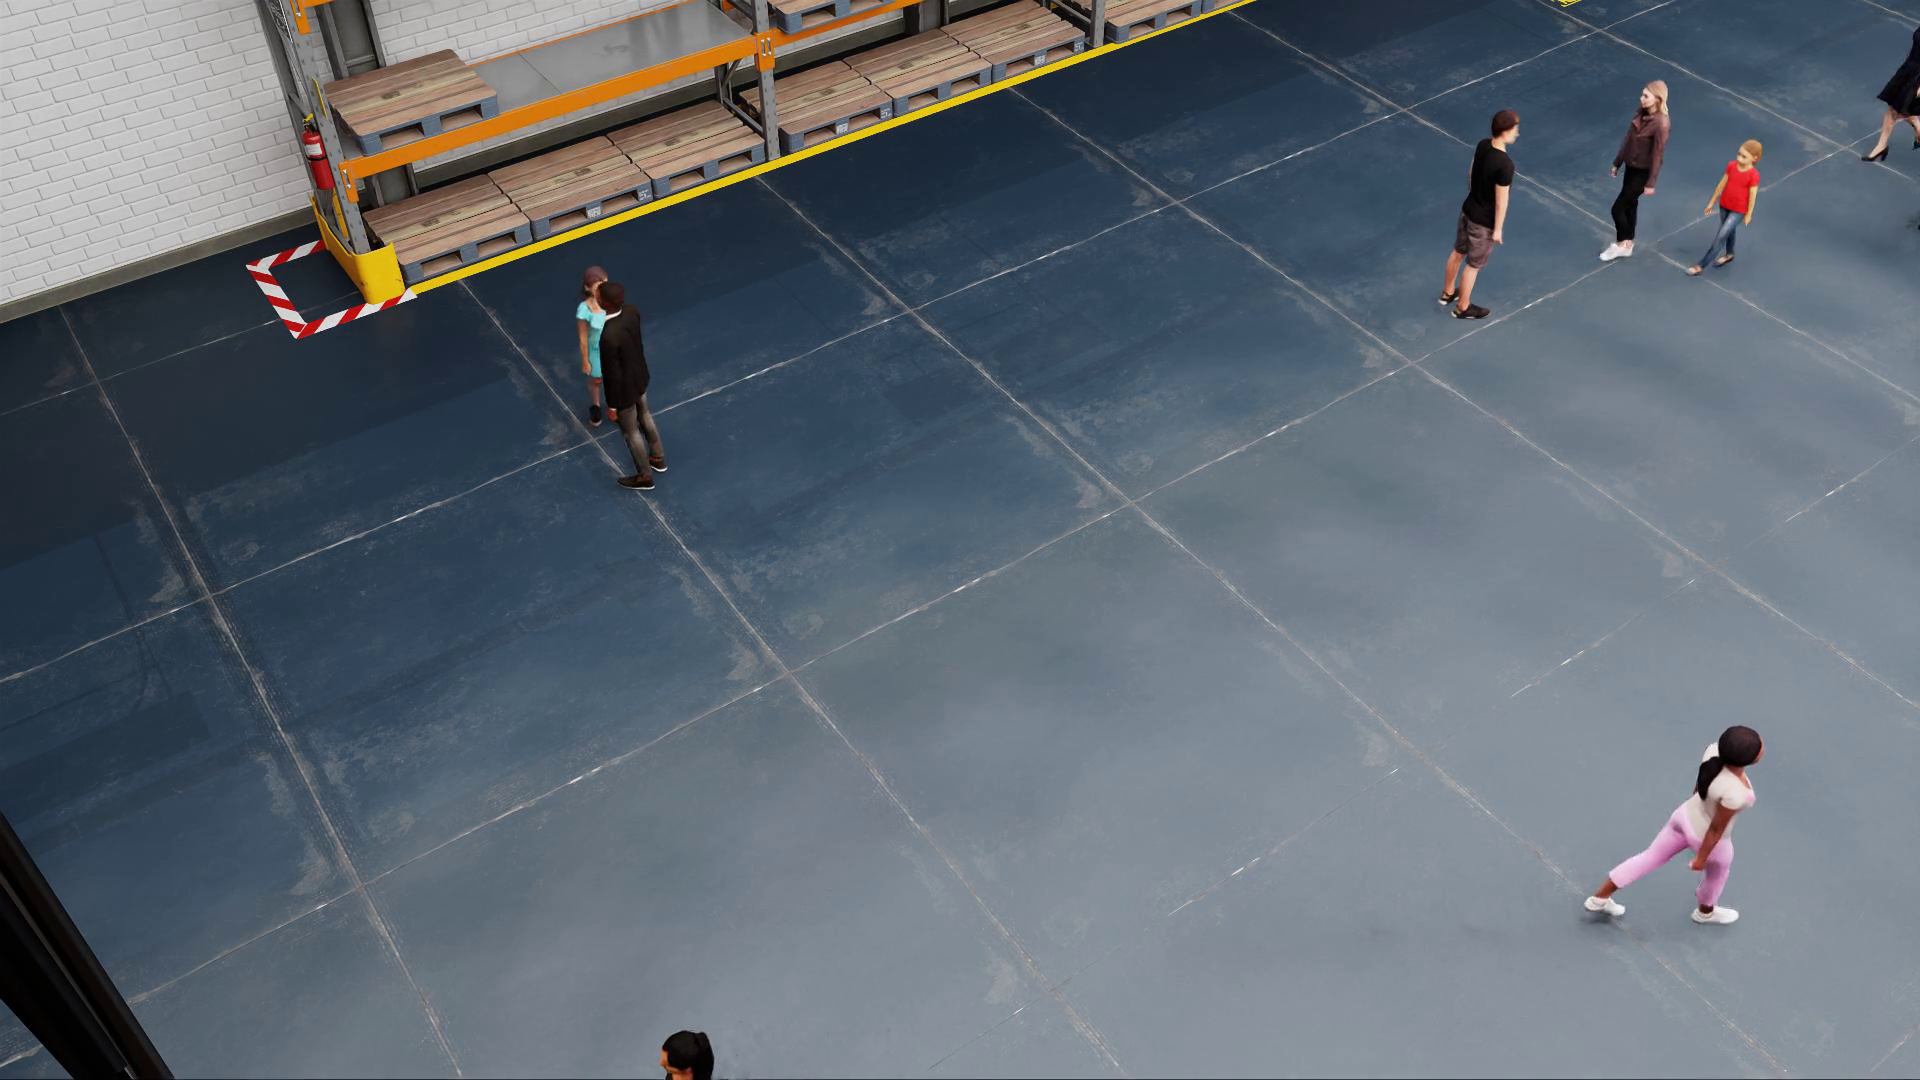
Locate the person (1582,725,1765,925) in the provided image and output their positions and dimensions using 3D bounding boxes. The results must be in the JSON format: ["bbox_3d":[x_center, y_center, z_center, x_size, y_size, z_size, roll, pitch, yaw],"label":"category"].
[{"bbox_3d":[4.037,1.632,9.298,1.210,1.697,1.009,-1,44,-1],"label":"person"}]

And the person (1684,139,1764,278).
[{"bbox_3d":[6.712,-2.876,14.333,0.898,1.279,0.562,-19,47,-19],"label":"person"}]

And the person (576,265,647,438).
[{"bbox_3d":[-2.758,-1.479,12.688,0.882,1.525,0.700,-31,52,-28],"label":"person"}]

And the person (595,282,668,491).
[{"bbox_3d":[-2.412,-1.133,12.126,0.815,1.800,0.726,12,45,13],"label":"person"}]

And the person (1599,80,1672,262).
[{"bbox_3d":[5.936,-3.180,14.359,0.731,1.684,0.716,-5,44,-5],"label":"person"}]

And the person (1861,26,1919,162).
[{"bbox_3d":[8.977,-4.301,15.500,0.968,1.732,0.844,-5,44,-5],"label":"person"}]

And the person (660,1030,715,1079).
[{"bbox_3d":[-1.166,2.832,8.069,0.692,1.656,0.682,-8,44,-8],"label":"person"}]

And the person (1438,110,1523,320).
[{"bbox_3d":[4.296,-2.696,13.722,0.705,1.861,0.749,-11,45,-11],"label":"person"}]
